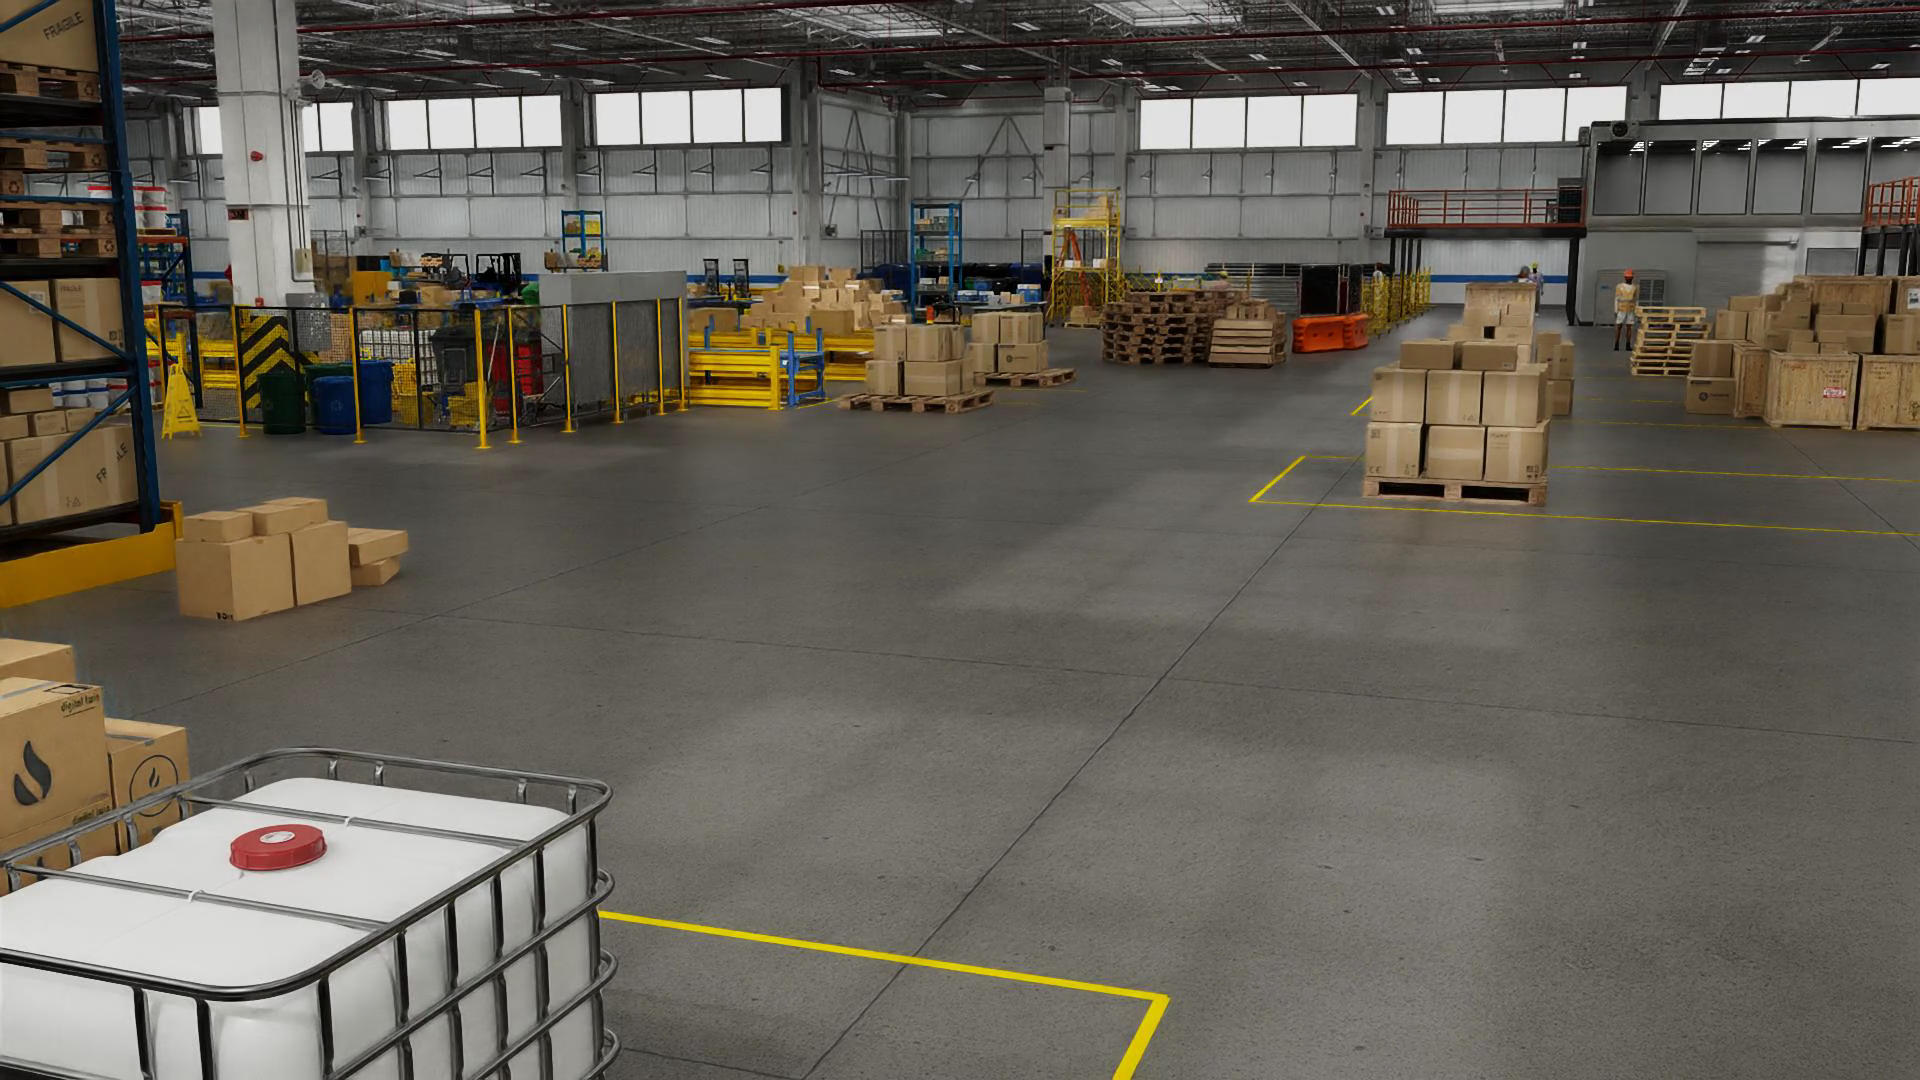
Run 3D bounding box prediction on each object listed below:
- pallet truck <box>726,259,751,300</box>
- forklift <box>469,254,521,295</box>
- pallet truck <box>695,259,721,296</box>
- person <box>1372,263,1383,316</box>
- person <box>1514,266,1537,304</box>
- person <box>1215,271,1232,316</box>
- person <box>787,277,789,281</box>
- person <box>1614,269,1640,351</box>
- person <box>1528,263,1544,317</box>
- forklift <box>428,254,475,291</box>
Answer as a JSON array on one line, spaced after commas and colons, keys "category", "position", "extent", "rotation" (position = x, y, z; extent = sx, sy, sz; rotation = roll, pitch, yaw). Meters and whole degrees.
[{"category": "pallet truck", "position": [-7.986, -9.493, 62.019], "extent": [0.823, 1.965, 1.885], "rotation": [3, 11, 17]}, {"category": "forklift", "position": [-17.990, -10.121, 64.684], "extent": [1.157, 1.987, 2.680], "rotation": [3, 11, 17]}, {"category": "pallet truck", "position": [-9.165, -9.627, 62.776], "extent": [0.823, 1.965, 1.885], "rotation": [4, 11, 23]}, {"category": "person", "position": [14.673, -8.787, 58.369], "extent": [0.354, 1.883, 0.572], "rotation": [-3, 10, -16]}, {"category": "person", "position": [13.618, -5.653, 40.270], "extent": [0.698, 2.000, 1.010], "rotation": [7, 12, 35]}, {"category": "person", "position": [7.804, -7.056, 49.000], "extent": [0.547, 1.733, 0.800], "rotation": [6, 12, 32]}, {"category": "person", "position": [-4.937, -7.090, 48.911], "extent": [0.407, 1.843, 0.552], "rotation": [-6, 12, -30]}, {"category": "person", "position": [15.791, -5.447, 39.398], "extent": [0.543, 1.939, 0.361], "rotation": [2, 10, 13]}, {"category": "person", "position": [19.954, -8.678, 57.754], "extent": [0.597, 1.873, 0.939], "rotation": [3, 10, 14]}, {"category": "forklift", "position": [-20.133, -10.254, 65.465], "extent": [1.157, 1.987, 2.680], "rotation": [3, 11, 19]}]
